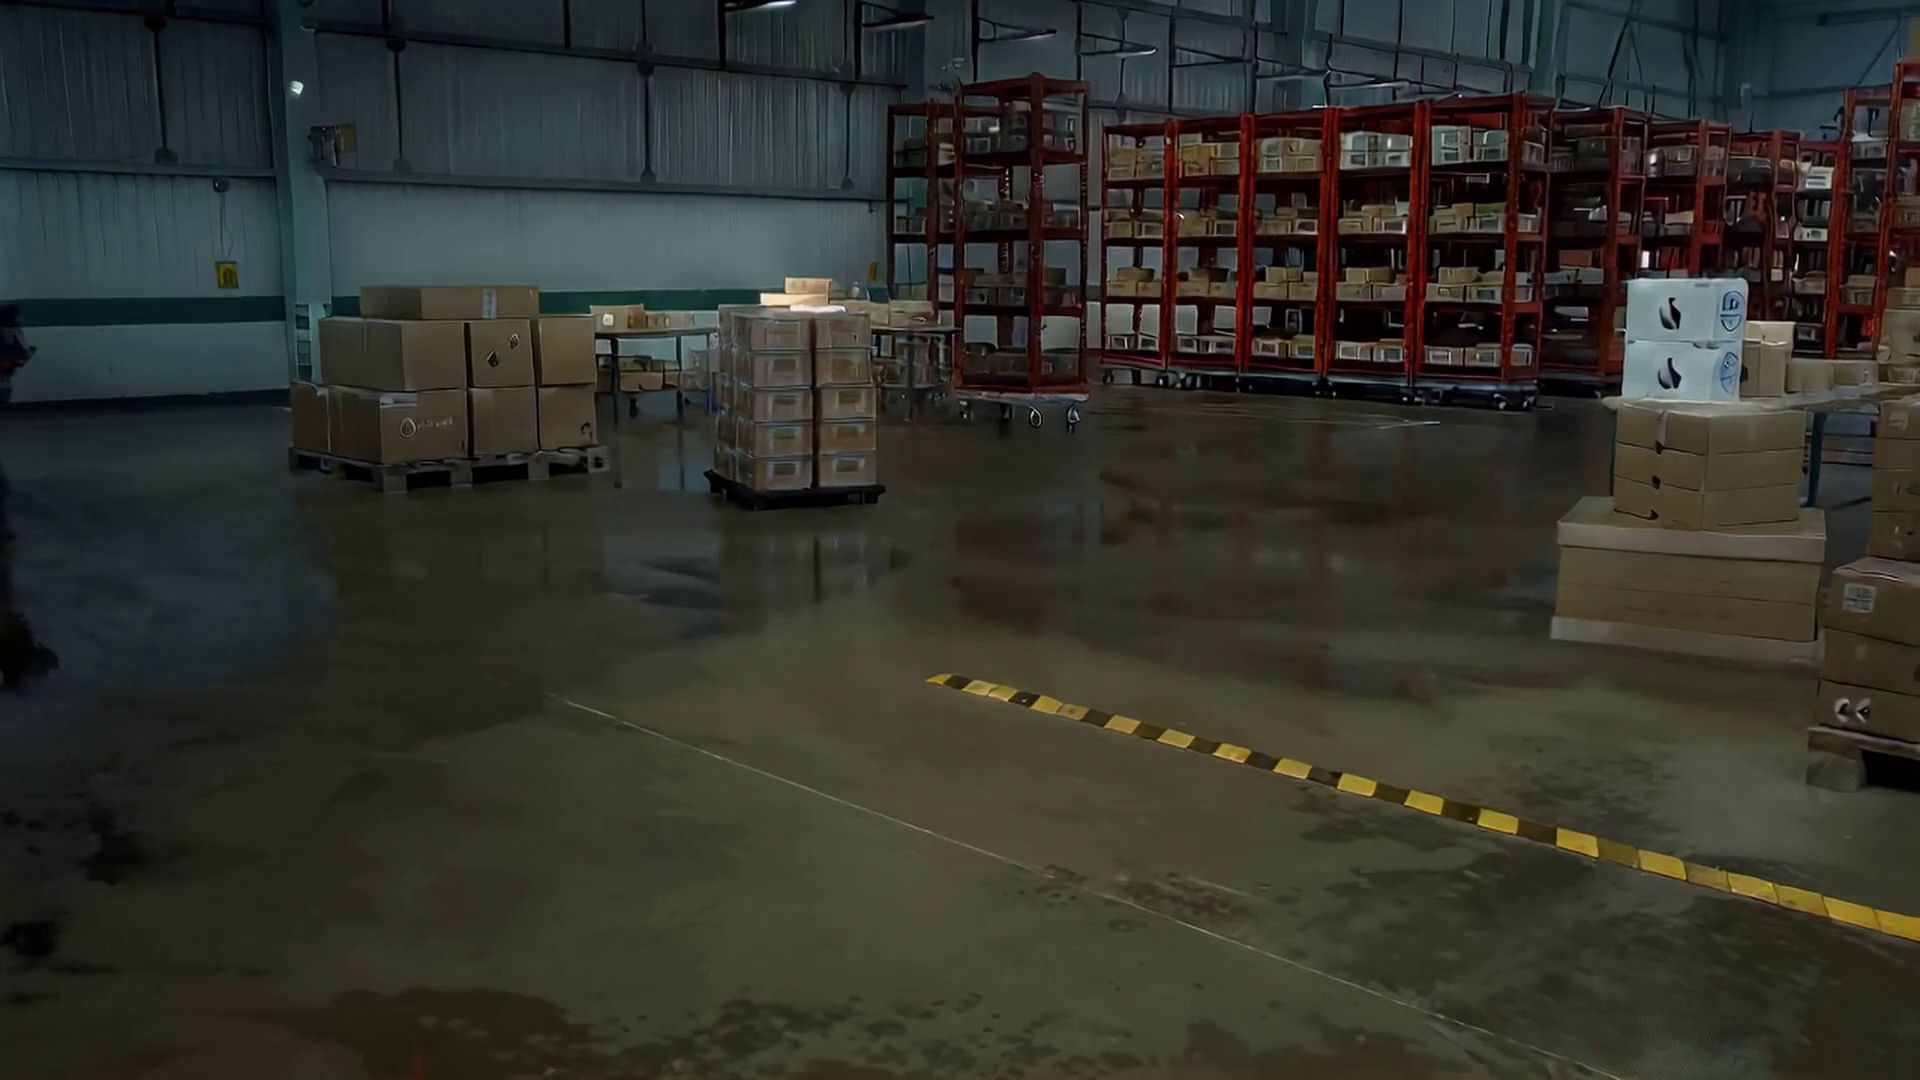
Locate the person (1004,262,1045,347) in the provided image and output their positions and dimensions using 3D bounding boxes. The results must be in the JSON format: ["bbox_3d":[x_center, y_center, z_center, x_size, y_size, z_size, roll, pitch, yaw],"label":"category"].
[{"bbox_3d":[0.998,-3.330,25.129,0.840,1.717,0.578,-9,13,-44],"label":"person"}]

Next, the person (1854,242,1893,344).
[{"bbox_3d":[13.204,-3.305,24.049,0.606,2.036,0.406,-4,10,-25],"label":"person"}]
